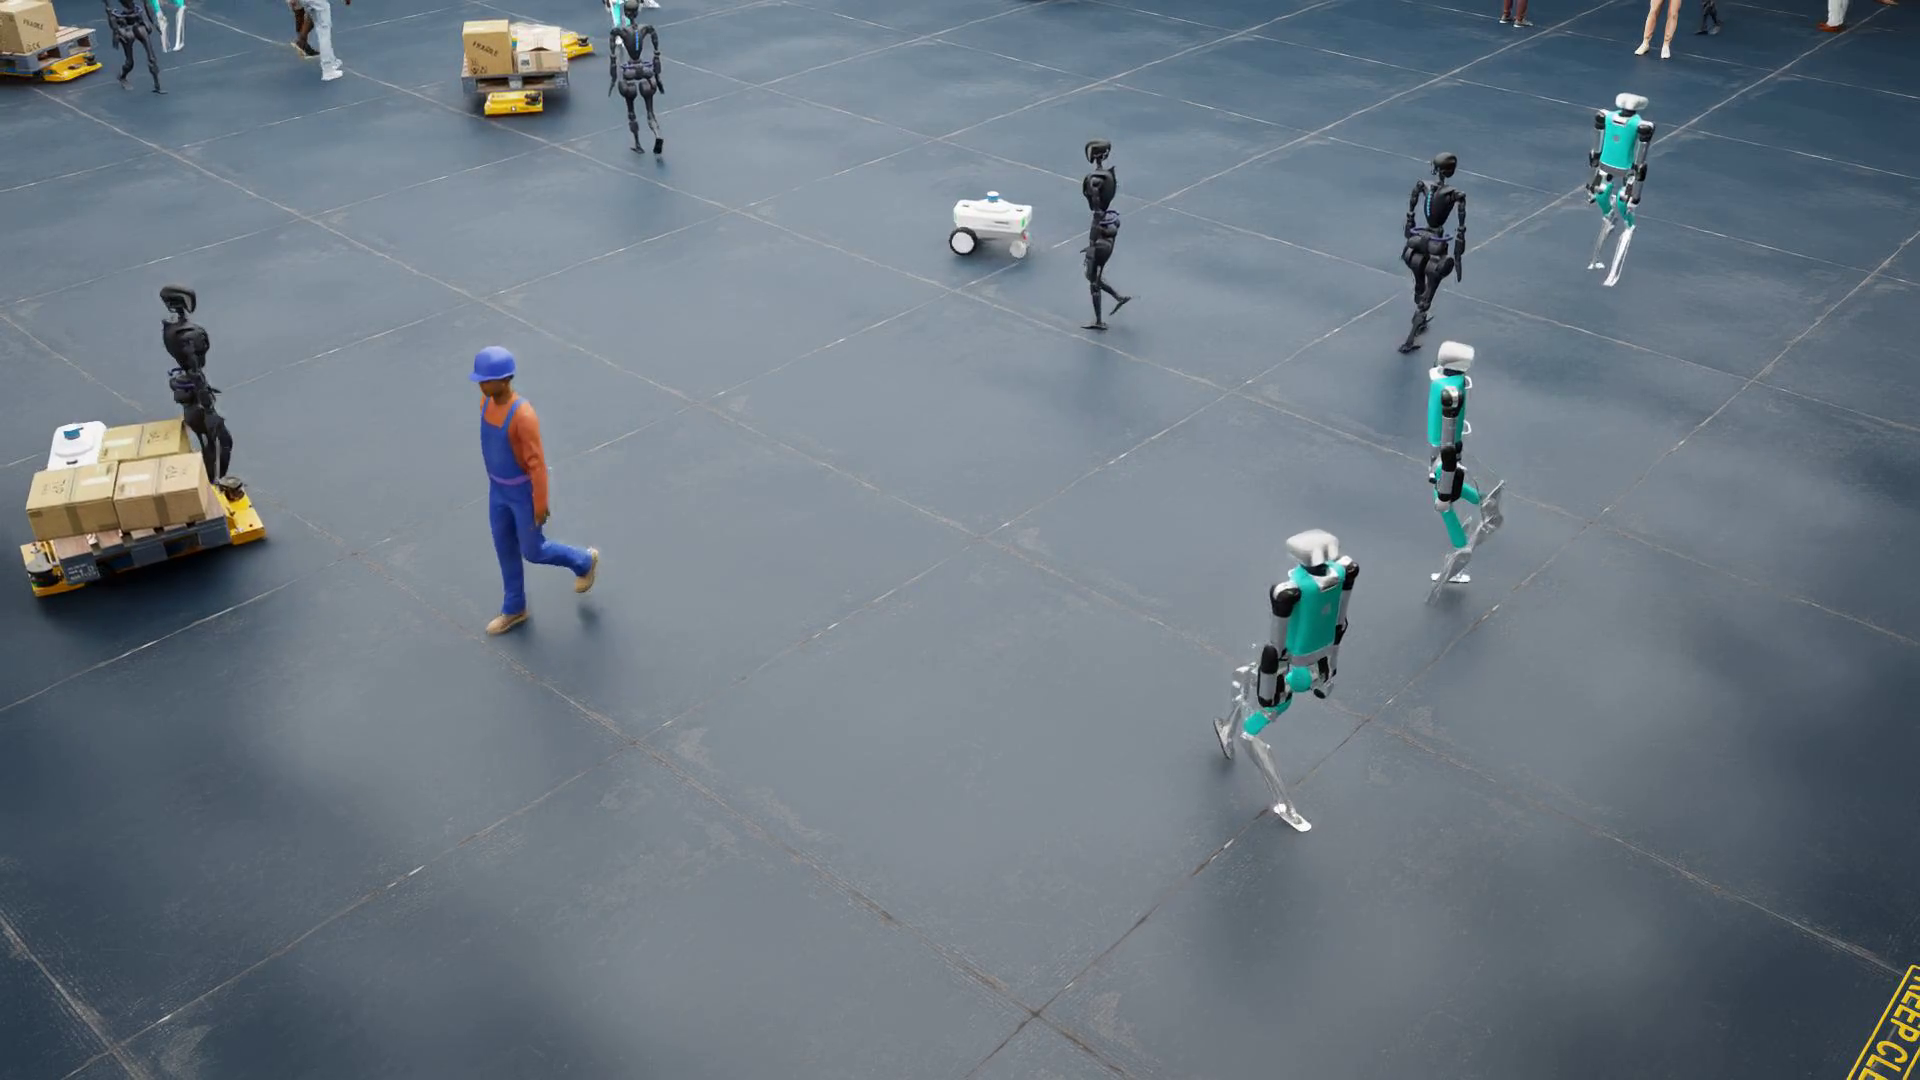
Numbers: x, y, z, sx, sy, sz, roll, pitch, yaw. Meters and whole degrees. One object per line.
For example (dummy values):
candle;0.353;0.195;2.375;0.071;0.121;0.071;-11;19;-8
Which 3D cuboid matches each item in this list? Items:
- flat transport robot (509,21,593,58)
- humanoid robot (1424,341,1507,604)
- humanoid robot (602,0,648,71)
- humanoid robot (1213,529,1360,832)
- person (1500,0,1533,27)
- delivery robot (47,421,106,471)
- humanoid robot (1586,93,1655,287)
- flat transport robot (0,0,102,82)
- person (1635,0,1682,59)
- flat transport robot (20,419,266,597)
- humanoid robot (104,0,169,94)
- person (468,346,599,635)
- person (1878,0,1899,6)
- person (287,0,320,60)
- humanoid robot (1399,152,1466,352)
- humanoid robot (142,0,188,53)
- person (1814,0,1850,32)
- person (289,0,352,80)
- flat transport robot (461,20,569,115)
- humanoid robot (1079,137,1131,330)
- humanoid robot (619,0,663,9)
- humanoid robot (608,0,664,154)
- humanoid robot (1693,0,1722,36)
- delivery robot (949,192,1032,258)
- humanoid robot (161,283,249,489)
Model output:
flat transport robot;-5.513;-6.473;21.577;1.431;0.231;0.659;20;37;29
humanoid robot;3.202;-0.354;10.406;0.745;1.855;0.538;4;32;7
humanoid robot;-4.137;-6.579;20.345;0.531;1.778;0.709;-2;32;-3
humanoid robot;1.592;0.617;8.804;0.531;1.780;1.004;-20;37;-28
person;7.605;-7.823;22.295;0.379;1.807;0.547;-16;35;-24
delivery robot;-6.199;-0.541;11.725;0.499;0.564;0.744;-11;33;-17
humanoid robot;5.944;-3.144;14.855;0.807;1.804;0.532;-25;40;-34
flat transport robot;-11.522;-5.923;20.692;1.431;0.231;0.659;9;33;14
person;8.976;-7.047;20.984;0.516;1.870;0.364;17;36;25
flat transport robot;-5.509;-0.033;11.207;1.431;0.231;0.659;-19;36;-27
humanoid robot;-9.851;-6.129;19.715;0.639;1.627;0.607;19;37;28
person;-2.665;-0.341;10.169;0.529;1.892;0.736;24;39;34
person;13.441;-8.299;23.014;0.668;1.846;1.014;-26;40;-35
person;-8.319;-6.956;20.771;0.604;1.949;0.508;14;35;22
humanoid robot;3.920;-2.407;13.716;0.717;1.631;0.596;-25;40;-35
humanoid robot;-10.180;-7.033;21.171;0.544;1.855;0.772;0;32;0
person;11.772;-7.703;22.097;0.364;1.823;0.528;21;38;30
person;-7.809;-6.618;20.261;0.625;1.893;0.696;8;33;12
flat transport robot;-5.260;-5.386;19.828;0.659;0.231;1.431;-6;32;-10
humanoid robot;1.230;-2.543;13.917;0.443;1.646;0.608;6;32;10
humanoid robot;-4.685;-8.238;23.076;1.010;1.775;0.530;11;33;16
humanoid robot;-3.443;-4.912;17.746;0.615;1.640;0.543;-17;36;-25
humanoid robot;9.956;-7.475;21.848;0.353;1.648;0.601;-12;34;-19
delivery robot;0.307;-2.987;15.682;0.767;0.583;0.499;7;33;11
humanoid robot;-5.238;-0.978;11.401;0.363;1.651;0.589;-16;35;-24
